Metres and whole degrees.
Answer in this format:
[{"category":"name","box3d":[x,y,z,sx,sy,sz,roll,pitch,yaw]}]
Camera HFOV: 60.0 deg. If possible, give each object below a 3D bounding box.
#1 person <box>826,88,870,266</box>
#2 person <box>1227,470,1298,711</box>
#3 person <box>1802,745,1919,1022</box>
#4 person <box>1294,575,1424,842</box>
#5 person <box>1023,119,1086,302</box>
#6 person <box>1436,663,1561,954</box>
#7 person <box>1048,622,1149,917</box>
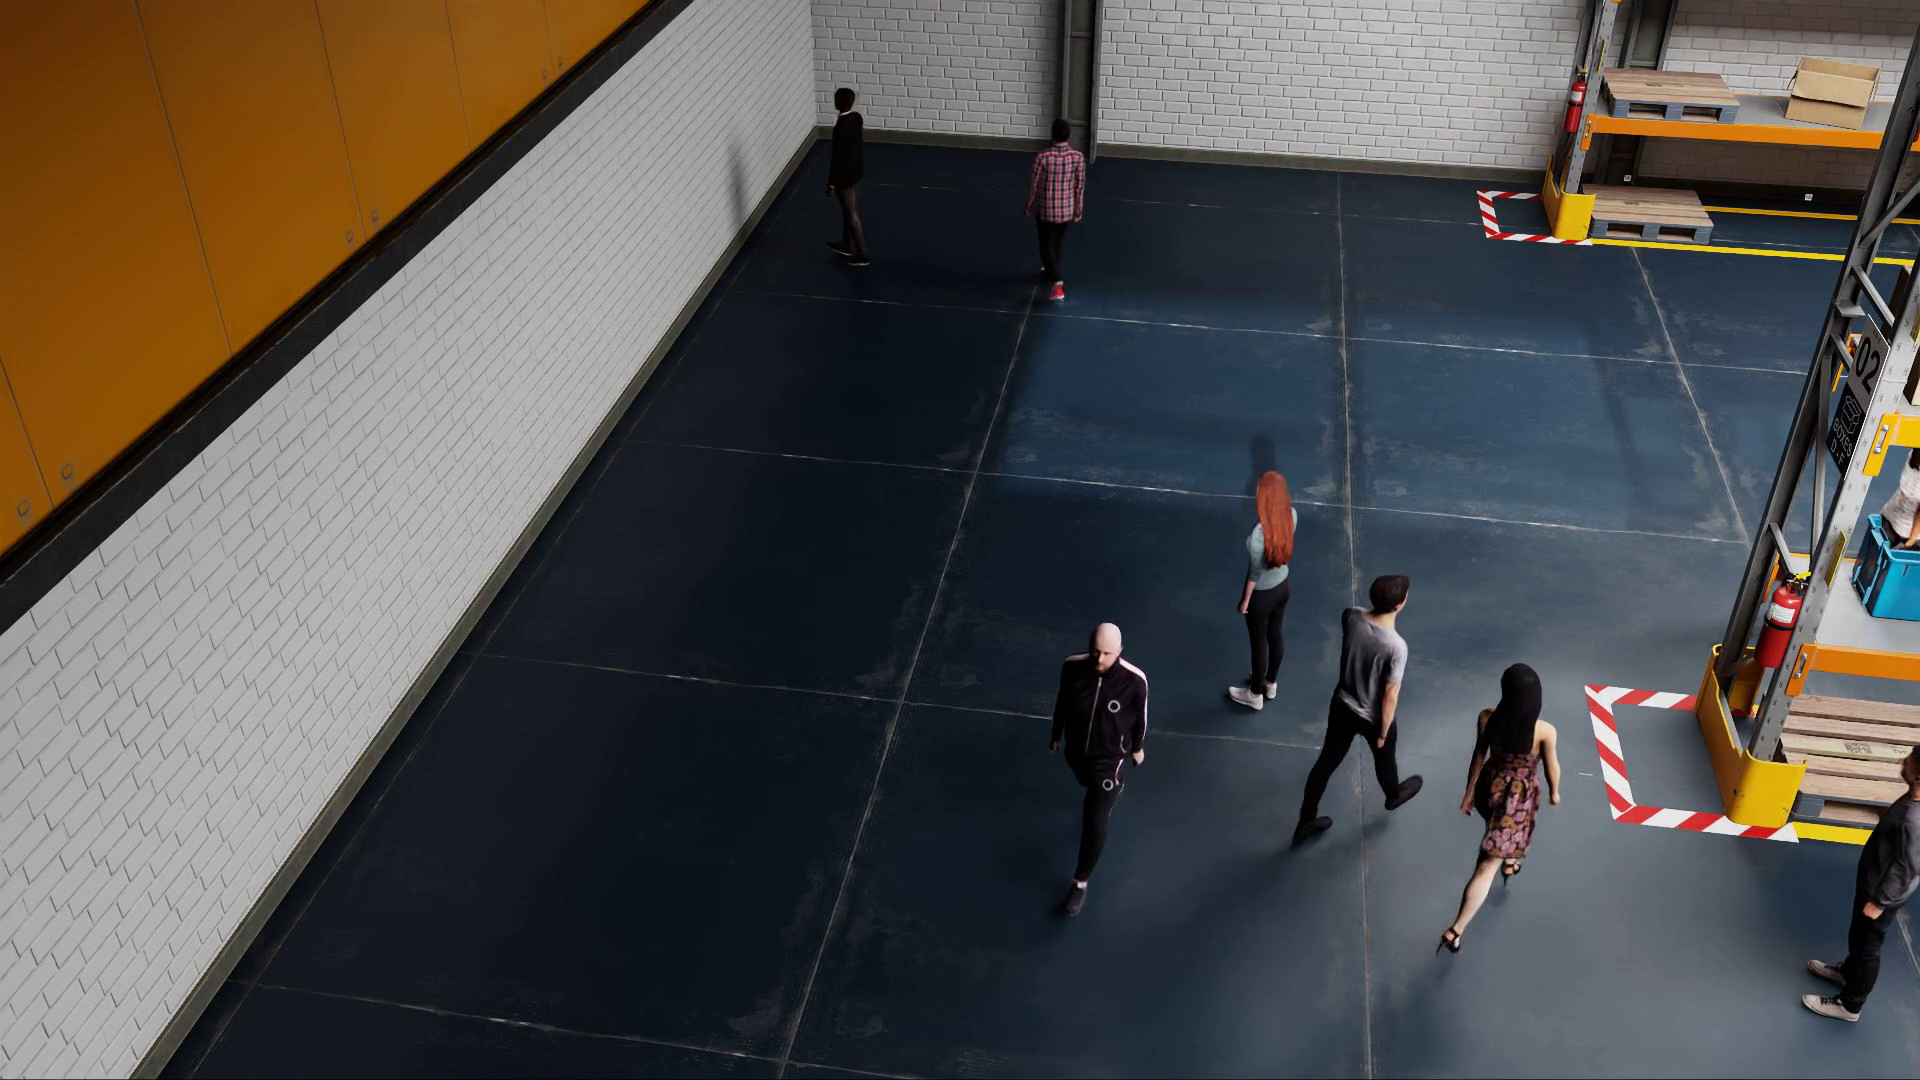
[{"category":"person","box3d":[-1.099,-3.615,16.562,0.827,1.799,0.740,12,36,18]},{"category":"person","box3d":[1.966,0.328,10.681,0.666,1.742,0.706,-26,41,-33]},{"category":"person","box3d":[4.743,1.753,8.521,0.670,1.761,0.689,19,38,27]},{"category":"person","box3d":[2.243,1.008,9.587,1.210,1.821,1.155,-22,39,-29]},{"category":"person","box3d":[0.914,-3.128,15.875,1.148,1.748,1.092,-11,35,-16]},{"category":"person","box3d":[2.890,1.491,8.959,1.215,1.712,1.095,26,41,33]},{"category":"person","box3d":[0.811,1.148,9.408,1.274,1.786,0.984,16,37,22]}]
